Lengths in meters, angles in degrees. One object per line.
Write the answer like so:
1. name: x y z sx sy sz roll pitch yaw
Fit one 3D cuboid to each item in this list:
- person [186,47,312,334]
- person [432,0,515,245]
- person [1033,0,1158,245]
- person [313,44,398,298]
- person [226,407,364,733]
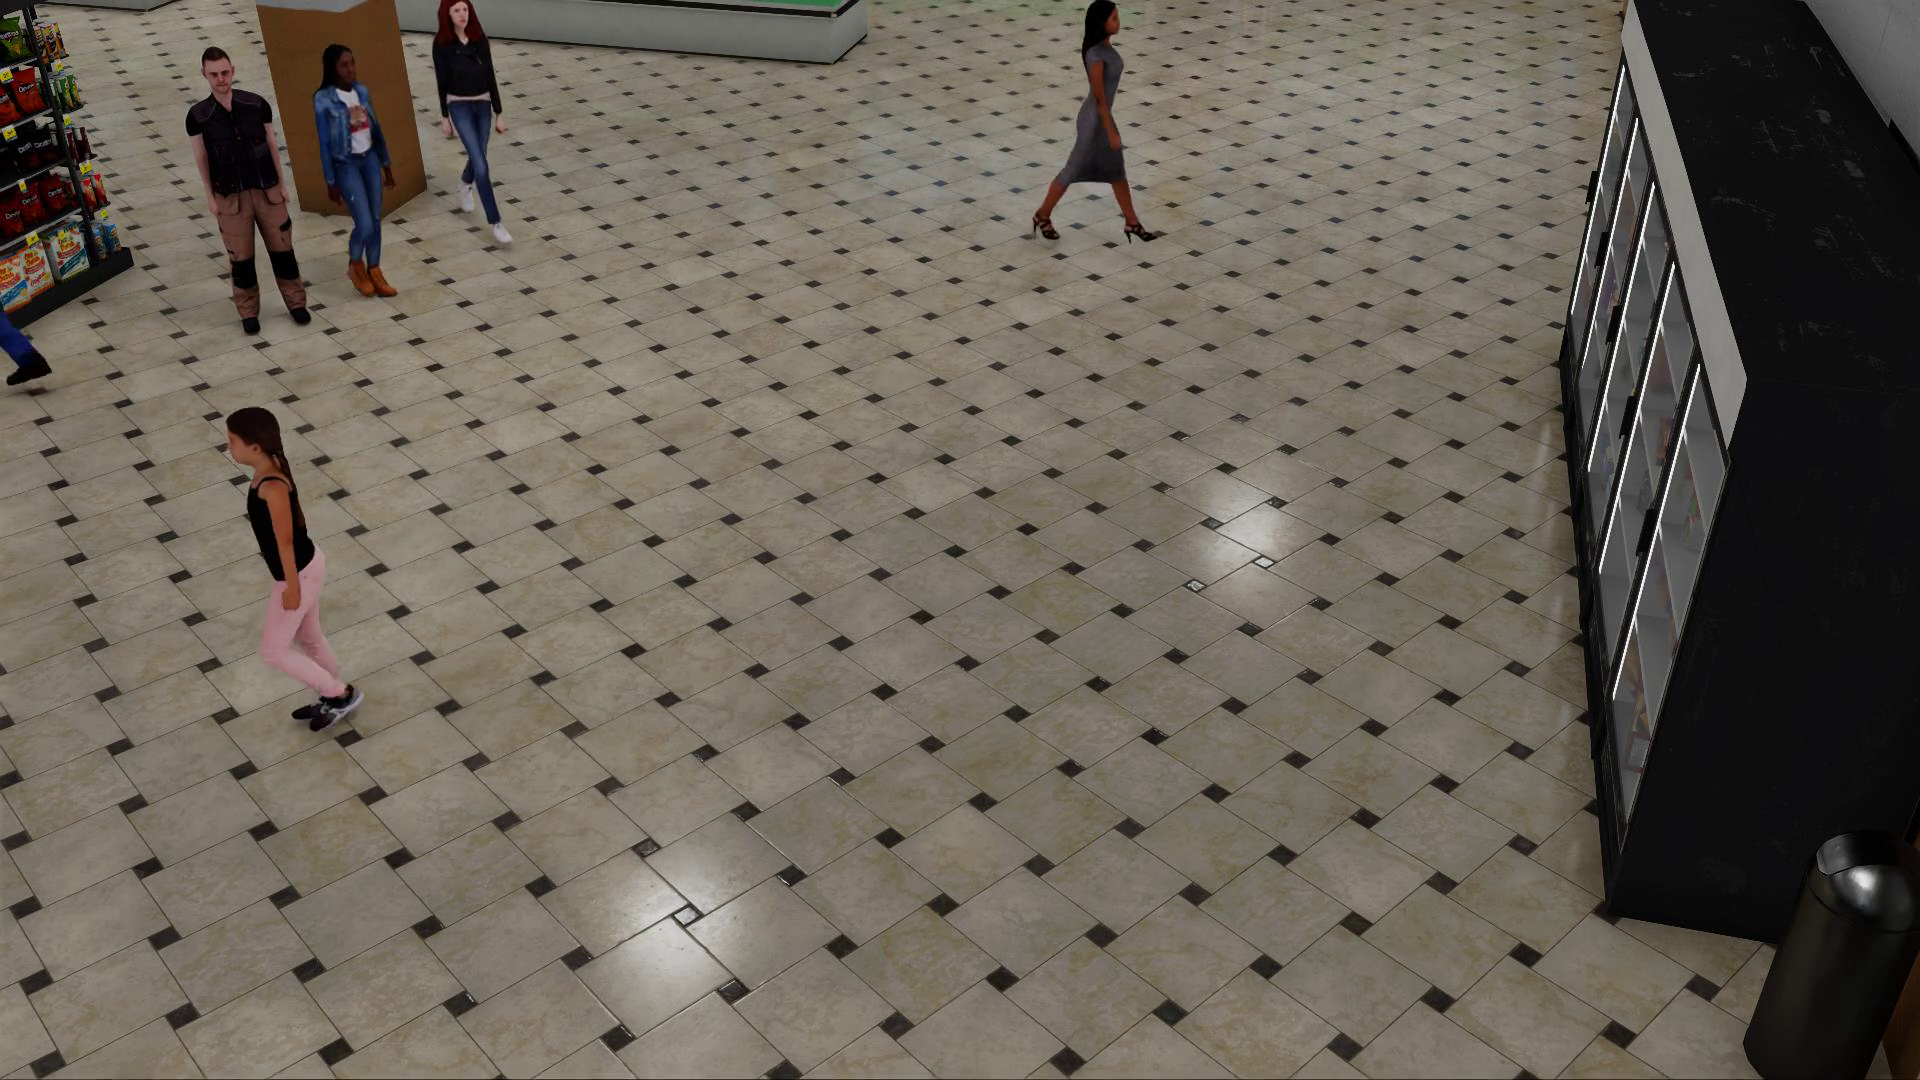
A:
1. person: -4.552 -2.242 10.620 0.764 1.841 0.817 -18 36 -27
2. person: -3.562 -3.072 12.050 1.128 1.740 1.259 -20 37 -29
3. person: 0.856 -2.885 11.759 1.131 1.729 0.605 9 33 14
4. person: -4.079 -2.446 11.078 0.700 1.704 0.702 17 36 25
5. person: -2.763 0.138 7.071 0.722 1.550 0.671 -10 33 -16
